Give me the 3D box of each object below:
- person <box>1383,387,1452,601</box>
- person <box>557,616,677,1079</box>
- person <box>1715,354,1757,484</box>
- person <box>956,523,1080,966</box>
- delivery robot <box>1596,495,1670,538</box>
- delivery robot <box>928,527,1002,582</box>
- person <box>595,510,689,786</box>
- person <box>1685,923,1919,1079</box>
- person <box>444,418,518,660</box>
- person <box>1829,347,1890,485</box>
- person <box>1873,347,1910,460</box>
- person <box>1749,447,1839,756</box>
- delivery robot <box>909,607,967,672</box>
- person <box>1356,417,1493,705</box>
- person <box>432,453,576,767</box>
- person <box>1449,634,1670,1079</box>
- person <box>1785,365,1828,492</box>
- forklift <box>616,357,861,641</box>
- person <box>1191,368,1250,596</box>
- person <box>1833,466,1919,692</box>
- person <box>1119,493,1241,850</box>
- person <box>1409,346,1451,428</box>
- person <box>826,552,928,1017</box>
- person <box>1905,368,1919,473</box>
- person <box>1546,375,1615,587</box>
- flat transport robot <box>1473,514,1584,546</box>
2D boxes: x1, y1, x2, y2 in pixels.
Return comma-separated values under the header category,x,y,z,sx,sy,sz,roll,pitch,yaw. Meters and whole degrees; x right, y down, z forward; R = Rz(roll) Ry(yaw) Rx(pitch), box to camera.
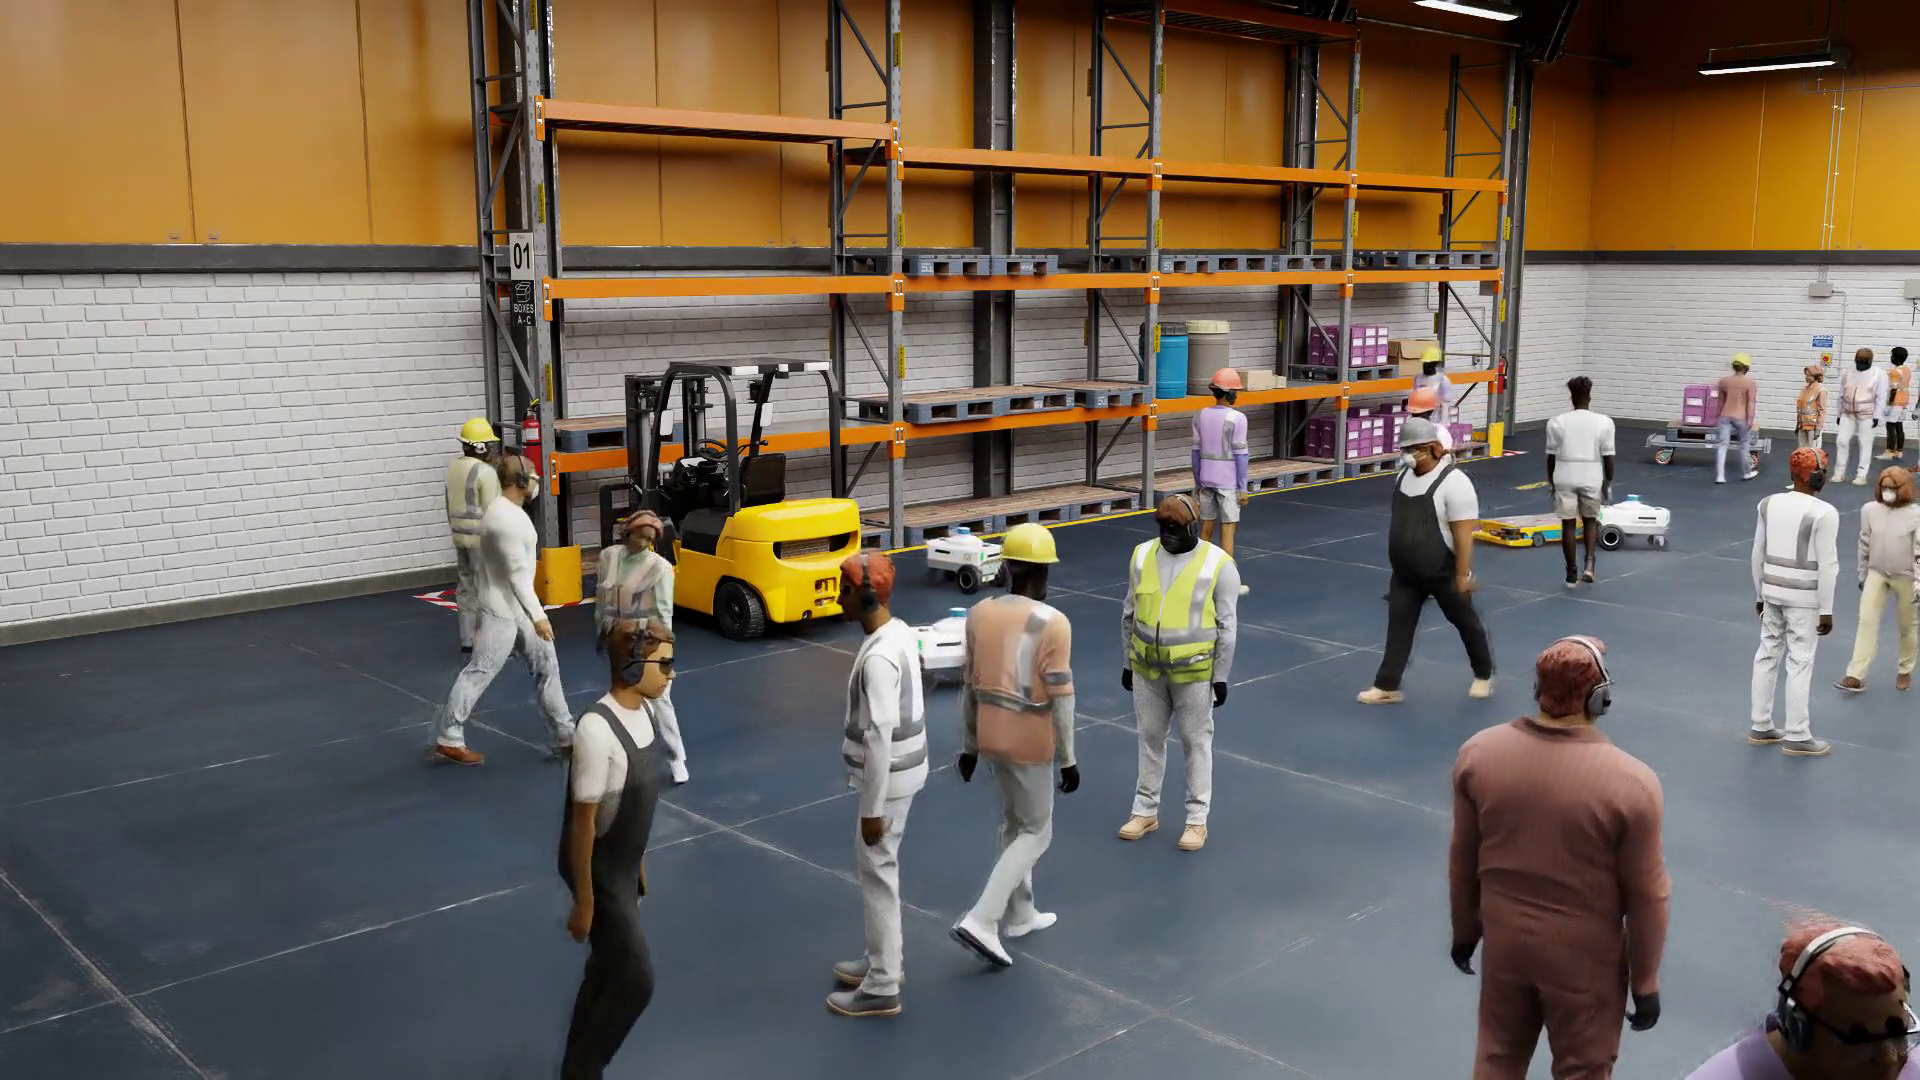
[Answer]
category,x,y,z,sx,sy,sz,roll,pitch,yaw
person,3.944,-0.383,14.521,0.783,1.898,0.579,-4,10,-20
person,-1.207,1.159,5.767,0.485,1.808,0.518,1,10,5
person,10.423,-1.623,22.276,0.869,1.726,0.542,-8,13,-40
person,0.195,0.884,7.207,0.696,1.893,0.602,-9,13,-41
delivery robot,6.976,-0.227,17.275,0.707,0.478,0.477,2,10,11
delivery robot,0.040,0.127,15.204,0.707,0.478,0.477,8,13,40
person,-1.826,0.618,9.533,0.605,1.612,0.353,6,11,32
person,1.533,1.561,3.245,0.665,1.875,0.645,-3,10,-18
person,-3.609,-0.002,12.499,0.592,1.832,0.404,9,13,42
person,11.963,-1.644,22.117,0.475,1.830,0.654,-7,12,-36
person,13.904,-2.030,24.764,0.585,1.695,0.367,-9,13,-43
person,5.102,0.370,10.178,0.358,1.882,0.574,-4,10,-20
delivery robot,-0.010,0.720,11.732,0.707,0.478,0.477,-3,10,-17
person,3.257,0.098,11.307,1.065,2.000,0.731,-5,11,-29
person,-2.677,0.425,9.907,1.064,1.873,0.645,-1,10,-3
person,1.828,1.229,5.085,0.403,1.902,0.653,-9,14,-44
person,10.960,-1.435,21.451,0.310,1.641,0.514,-1,10,-4
forklift,-1.847,-0.414,13.852,1.214,2.155,2.313,-9,13,-42
person,2.349,-0.519,14.908,0.391,2.045,0.608,-8,12,-38
person,6.417,0.286,11.487,0.838,1.582,0.530,-7,12,-37
person,1.102,0.671,8.558,0.621,1.837,0.429,6,11,31
person,5.933,-1.493,20.984,0.635,1.911,0.609,-5,11,-28
person,-0.336,0.973,6.677,0.408,1.882,0.608,1,10,5
person,13.551,-1.861,23.290,0.534,1.864,0.311,-4,11,-24
person,5.681,-0.536,15.293,0.598,1.943,0.432,3,10,17
flat transport robot,6.201,-0.119,17.751,1.431,0.197,0.652,-4,11,-23
